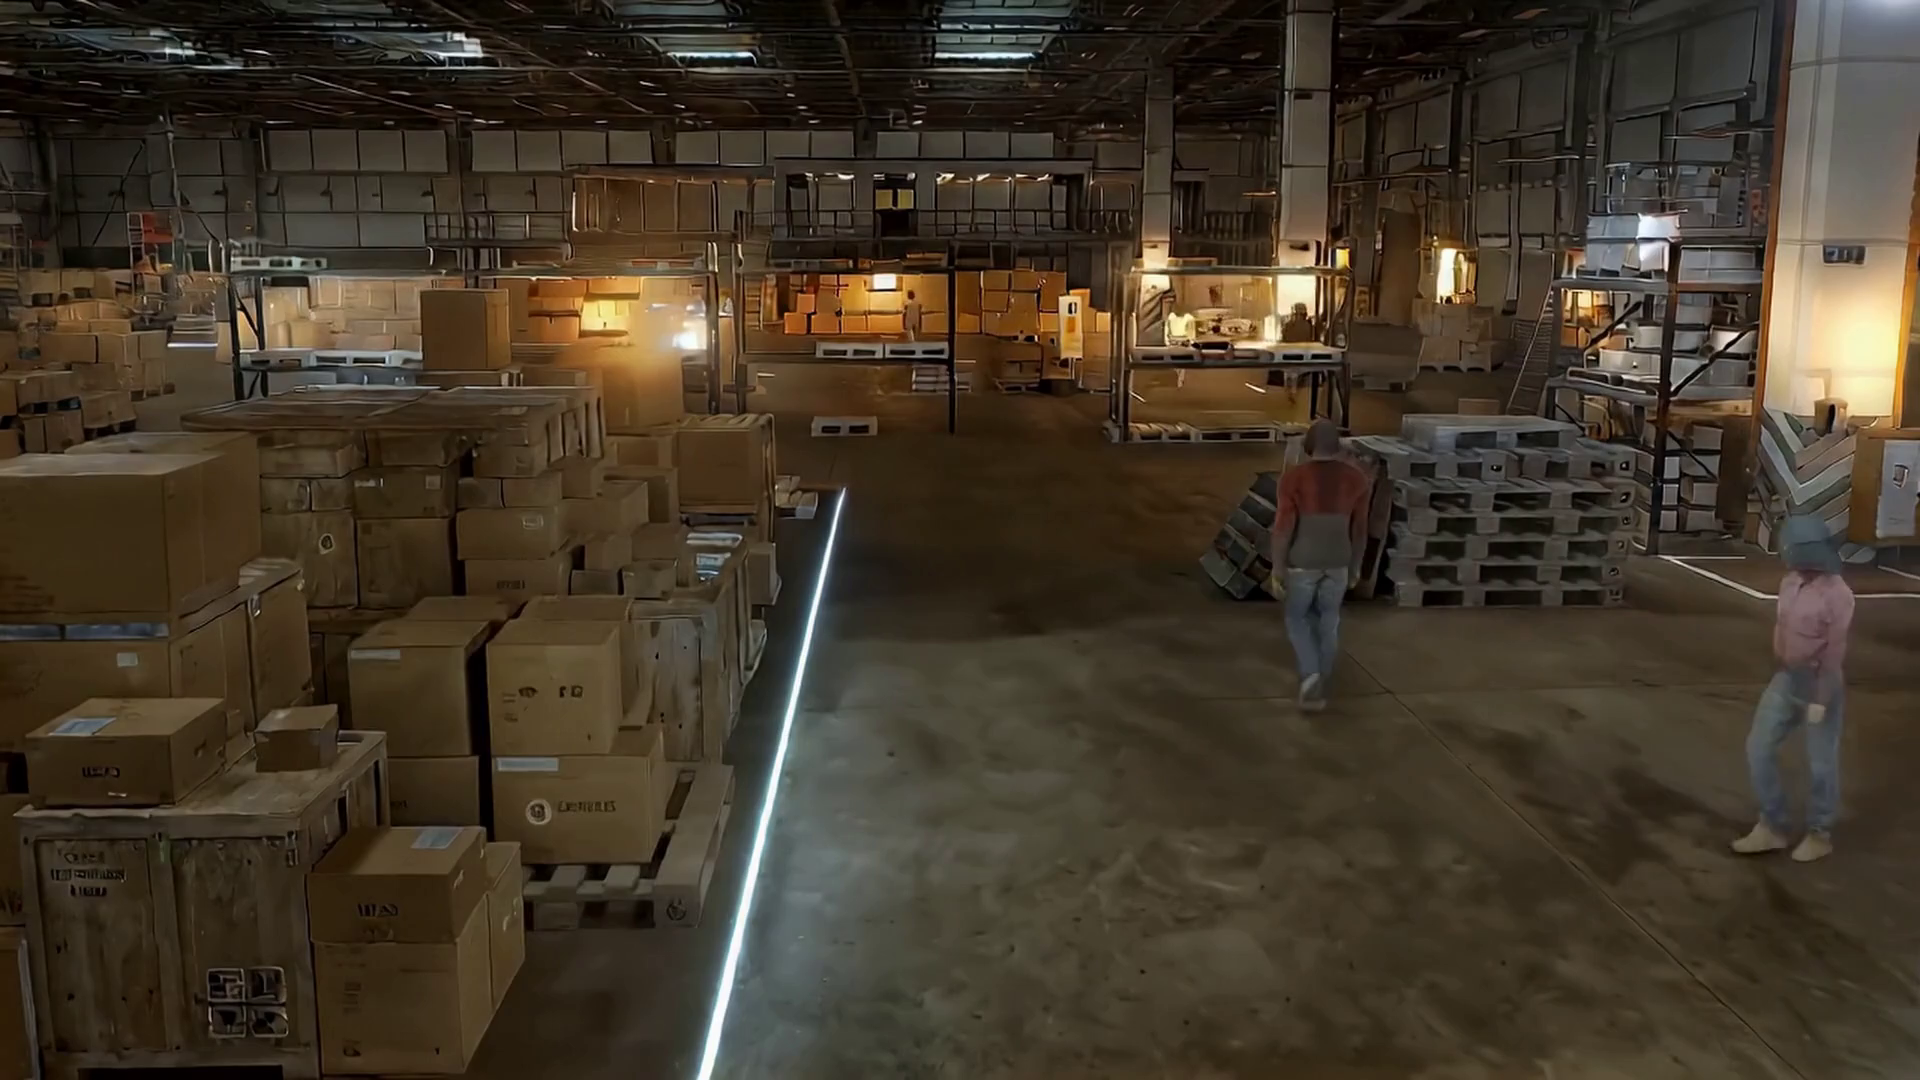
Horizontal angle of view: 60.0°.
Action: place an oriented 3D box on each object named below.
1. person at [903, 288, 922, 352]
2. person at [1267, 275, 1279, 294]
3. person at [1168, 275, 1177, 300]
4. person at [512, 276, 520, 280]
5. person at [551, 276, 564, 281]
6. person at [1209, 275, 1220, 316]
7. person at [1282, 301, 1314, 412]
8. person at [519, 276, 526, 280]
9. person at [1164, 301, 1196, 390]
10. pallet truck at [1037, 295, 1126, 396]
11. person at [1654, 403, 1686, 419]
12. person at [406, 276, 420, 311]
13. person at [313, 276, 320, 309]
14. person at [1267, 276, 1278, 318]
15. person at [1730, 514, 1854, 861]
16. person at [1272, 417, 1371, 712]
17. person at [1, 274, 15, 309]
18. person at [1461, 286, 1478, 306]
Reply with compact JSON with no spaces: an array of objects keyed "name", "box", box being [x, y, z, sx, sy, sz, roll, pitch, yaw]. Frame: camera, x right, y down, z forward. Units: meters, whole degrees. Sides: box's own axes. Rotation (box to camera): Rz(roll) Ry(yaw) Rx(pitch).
[{"name":"person","box":[-1.202,-5.566,42.863,0.517,1.854,0.649,-4,11,-19]},{"name":"person","box":[12.420,-9.645,65.446,0.629,1.888,1.014,3,11,15]},{"name":"person","box":[7.548,-8.608,59.420,0.391,1.988,0.611,1,10,7]},{"name":"person","box":[-16.192,-8.873,60.751,0.684,2.000,0.955,4,11,19]},{"name":"person","box":[-17.363,-10.791,71.865,0.603,1.897,0.904,0,10,-2]},{"name":"person","box":[8.694,-8.076,56.648,0.397,1.922,0.547,0,10,2]},{"name":"person","box":[6.043,-3.257,29.636,0.645,1.969,0.723,-1,10,-8]},{"name":"person","box":[-14.966,-8.155,57.038,0.550,1.935,0.376,-1,10,-8]},{"name":"person","box":[4.545,-4.032,34.371,0.644,1.828,0.573,4,11,21]},{"name":"pallet truck","box":[2.483,-3.881,33.060,1.885,1.965,0.823,-7,13,-36]},{"name":"person","box":[9.027,-1.687,21.154,0.572,1.885,0.358,-9,14,-41]},{"name":"person","box":[-24.005,-10.984,73.094,0.596,1.837,0.980,10,14,43]},{"name":"person","box":[-25.272,-9.574,65.449,0.334,1.761,0.529,-5,11,-26]},{"name":"person","box":[11.191,-8.458,59.001,0.633,1.840,0.429,-7,12,-33]},{"name":"person","box":[4.082,0.736,8.150,0.587,1.711,0.491,-3,11,-18]},{"name":"person","box":[2.305,0.184,10.608,0.626,1.927,0.545,-1,10,-4]},{"name":"person","box":[-35.254,-8.935,61.707,0.516,1.831,0.933,9,13,40]},{"name":"person","box":[15.583,-6.921,50.845,0.542,1.682,0.367,-1,10,-4]}]
